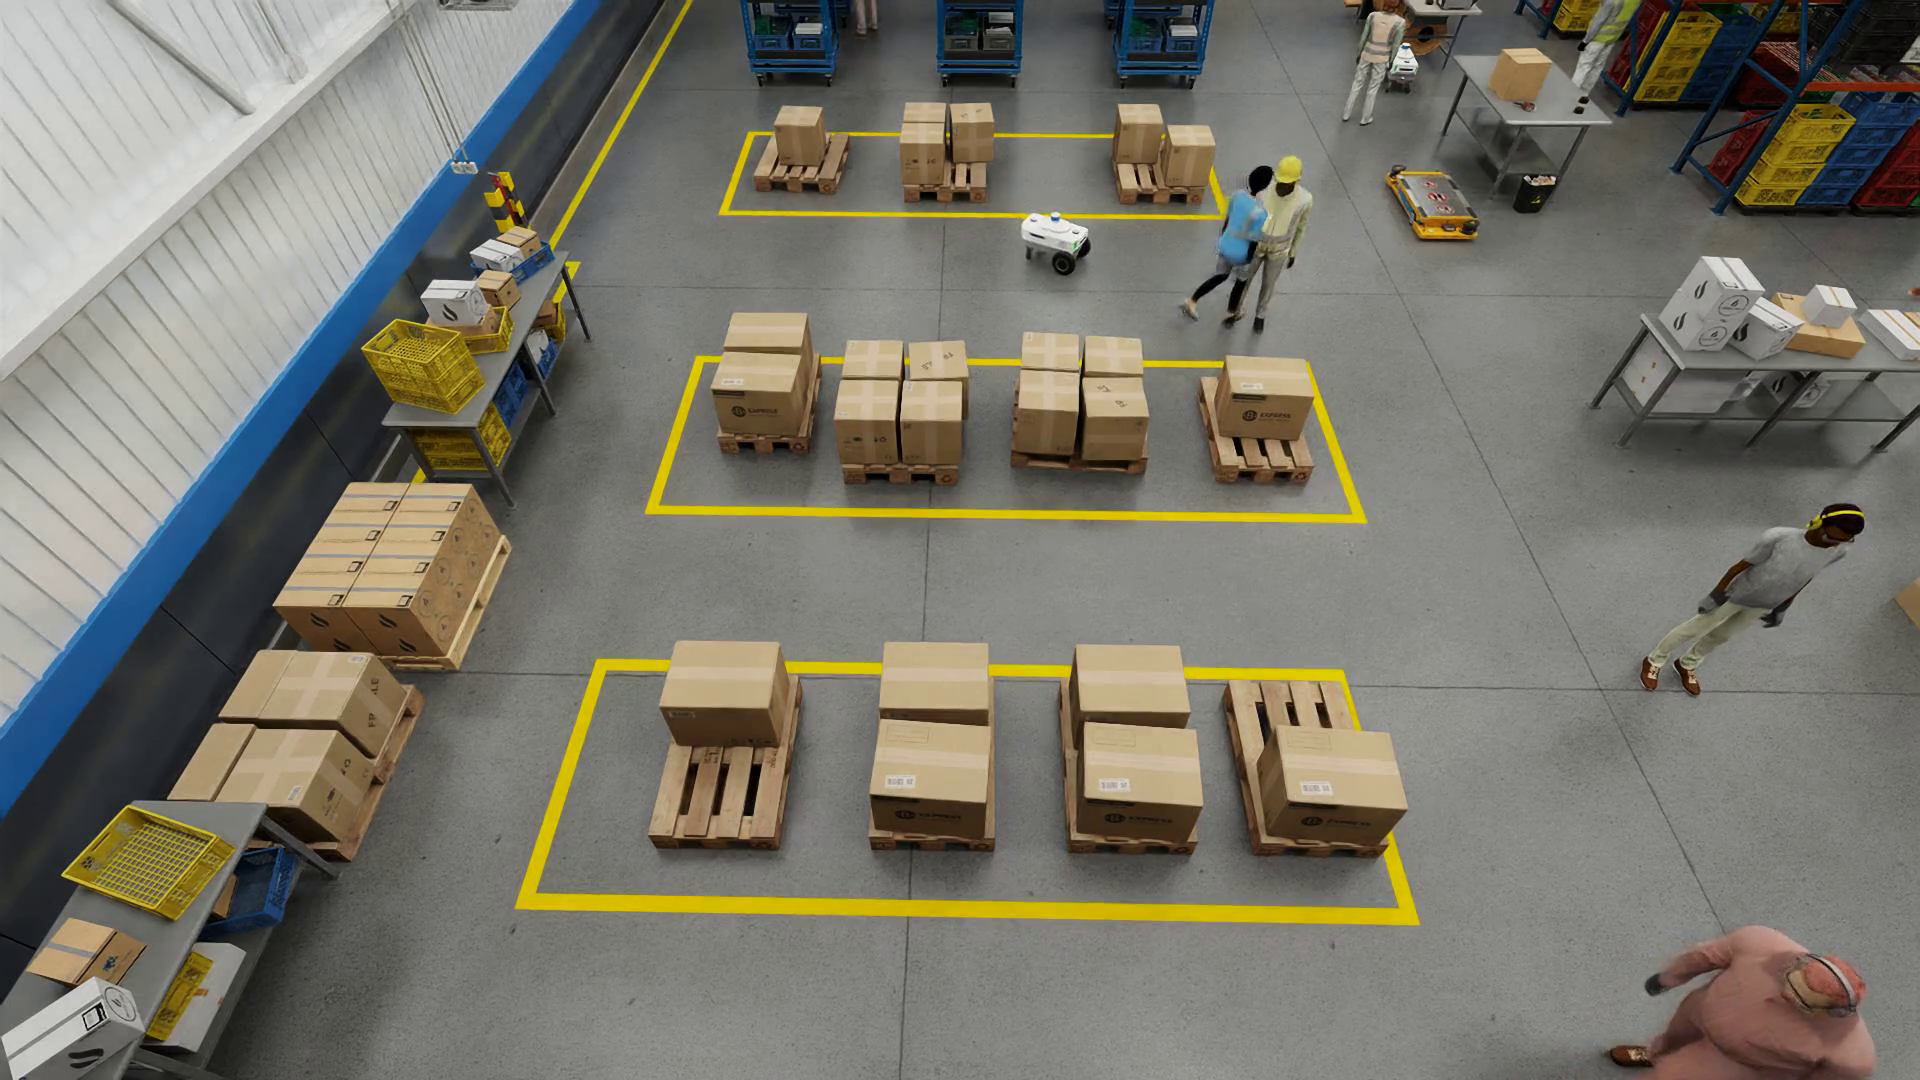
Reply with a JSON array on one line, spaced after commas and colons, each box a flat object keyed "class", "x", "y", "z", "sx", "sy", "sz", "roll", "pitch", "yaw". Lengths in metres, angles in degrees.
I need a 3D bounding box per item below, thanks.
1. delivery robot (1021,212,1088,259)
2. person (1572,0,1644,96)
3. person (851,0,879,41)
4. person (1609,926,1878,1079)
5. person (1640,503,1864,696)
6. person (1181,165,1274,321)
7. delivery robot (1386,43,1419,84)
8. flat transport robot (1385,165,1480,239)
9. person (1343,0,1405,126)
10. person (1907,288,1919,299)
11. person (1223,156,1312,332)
[{"class": "delivery robot", "x": 1.042, "y": -3.407, "z": 10.218, "sx": 0.707, "sy": 0.478, "sz": 0.477, "roll": 22, "pitch": 53, "yaw": 18}, {"class": "person", "x": 8.648, "y": -6.788, "z": 12.359, "sx": 0.627, "sy": 1.844, "sz": 0.429, "roll": -16, "pitch": 51, "yaw": -14}, {"class": "person", "x": -1.524, "y": -8.737, "z": 13.955, "sx": 0.415, "sy": 1.984, "sz": 0.633, "roll": 37, "pitch": 58, "yaw": 27}, {"class": "person", "x": 3.706, "y": 2.364, "z": 4.426, "sx": 0.551, "sy": 1.874, "sz": 0.654, "roll": -3, "pitch": 49, "yaw": -2}, {"class": "person", "x": 5.263, "y": 0.415, "z": 6.113, "sx": 0.509, "sy": 1.861, "sz": 0.329, "roll": 8, "pitch": 50, "yaw": 6}, {"class": "person", "x": 2.668, "y": -2.867, "z": 9.076, "sx": 0.650, "sy": 1.667, "sz": 0.562, "roll": -20, "pitch": 52, "yaw": -16}, {"class": "delivery robot", "x": 6.372, "y": -6.919, "z": 13.258, "sx": 0.477, "sy": 0.478, "sz": 0.707, "roll": 5, "pitch": 49, "yaw": 4}, {"class": "flat transport robot", "x": 5.692, "y": -4.094, "z": 11.059, "sx": 0.652, "sy": 0.197, "sz": 1.431, "roll": 1, "pitch": 49, "yaw": 1}, {"class": "person", "x": 5.481, "y": -6.351, "z": 12.110, "sx": 0.514, "sy": 1.645, "sz": 0.308, "roll": 28, "pitch": 55, "yaw": 22}, {"class": "person", "x": 10.557, "y": -3.307, "z": 9.331, "sx": 0.709, "sy": 1.856, "sz": 0.598, "roll": 9, "pitch": 50, "yaw": 8}, {"class": "person", "x": 3.013, "y": -2.877, "z": 8.980, "sx": 0.600, "sy": 1.829, "sz": 0.404, "roll": 15, "pitch": 51, "yaw": 13}]
